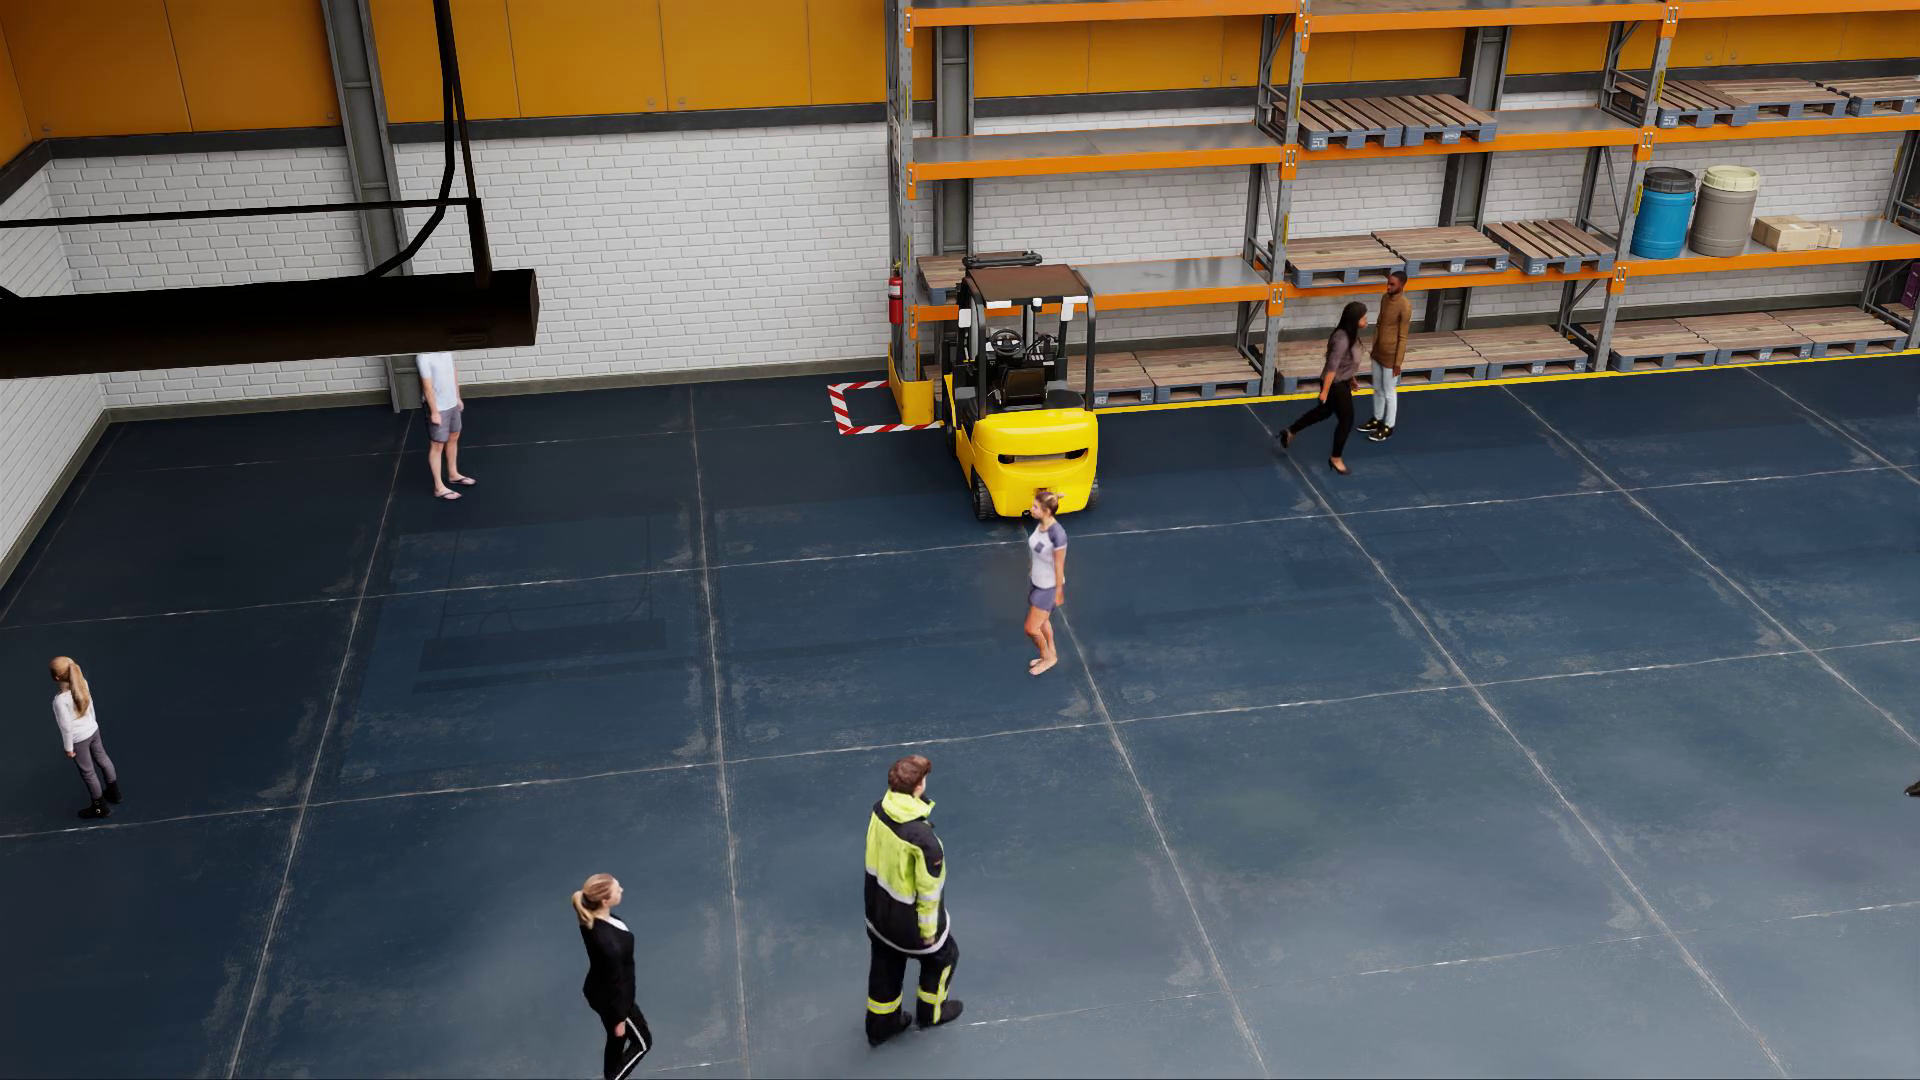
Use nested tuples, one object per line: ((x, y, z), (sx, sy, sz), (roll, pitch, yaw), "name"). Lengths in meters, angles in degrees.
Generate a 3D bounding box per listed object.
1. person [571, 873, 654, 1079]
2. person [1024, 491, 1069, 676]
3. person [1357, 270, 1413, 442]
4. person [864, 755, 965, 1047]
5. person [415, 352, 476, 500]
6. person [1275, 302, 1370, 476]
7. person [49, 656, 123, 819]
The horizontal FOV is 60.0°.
((-1.978, 2.543, 9.102), (0.784, 1.697, 0.743), (-20, 34, -32), "person")
((0.753, 0.342, 13.230), (0.605, 1.608, 0.590), (-8, 30, -14), "person")
((4.434, -1.925, 17.169), (0.620, 1.816, 0.672), (-11, 30, -19), "person")
((-0.383, 2.138, 9.578), (1.047, 1.954, 0.990), (-22, 36, -35), "person")
((-5.009, -1.302, 16.014), (0.697, 1.829, 0.714), (7, 29, 13), "person")
((3.622, -1.507, 16.428), (1.159, 1.793, 0.984), (8, 30, 14), "person")
((-6.167, 1.368, 11.693), (0.573, 1.279, 0.553), (4, 29, 7), "person")
